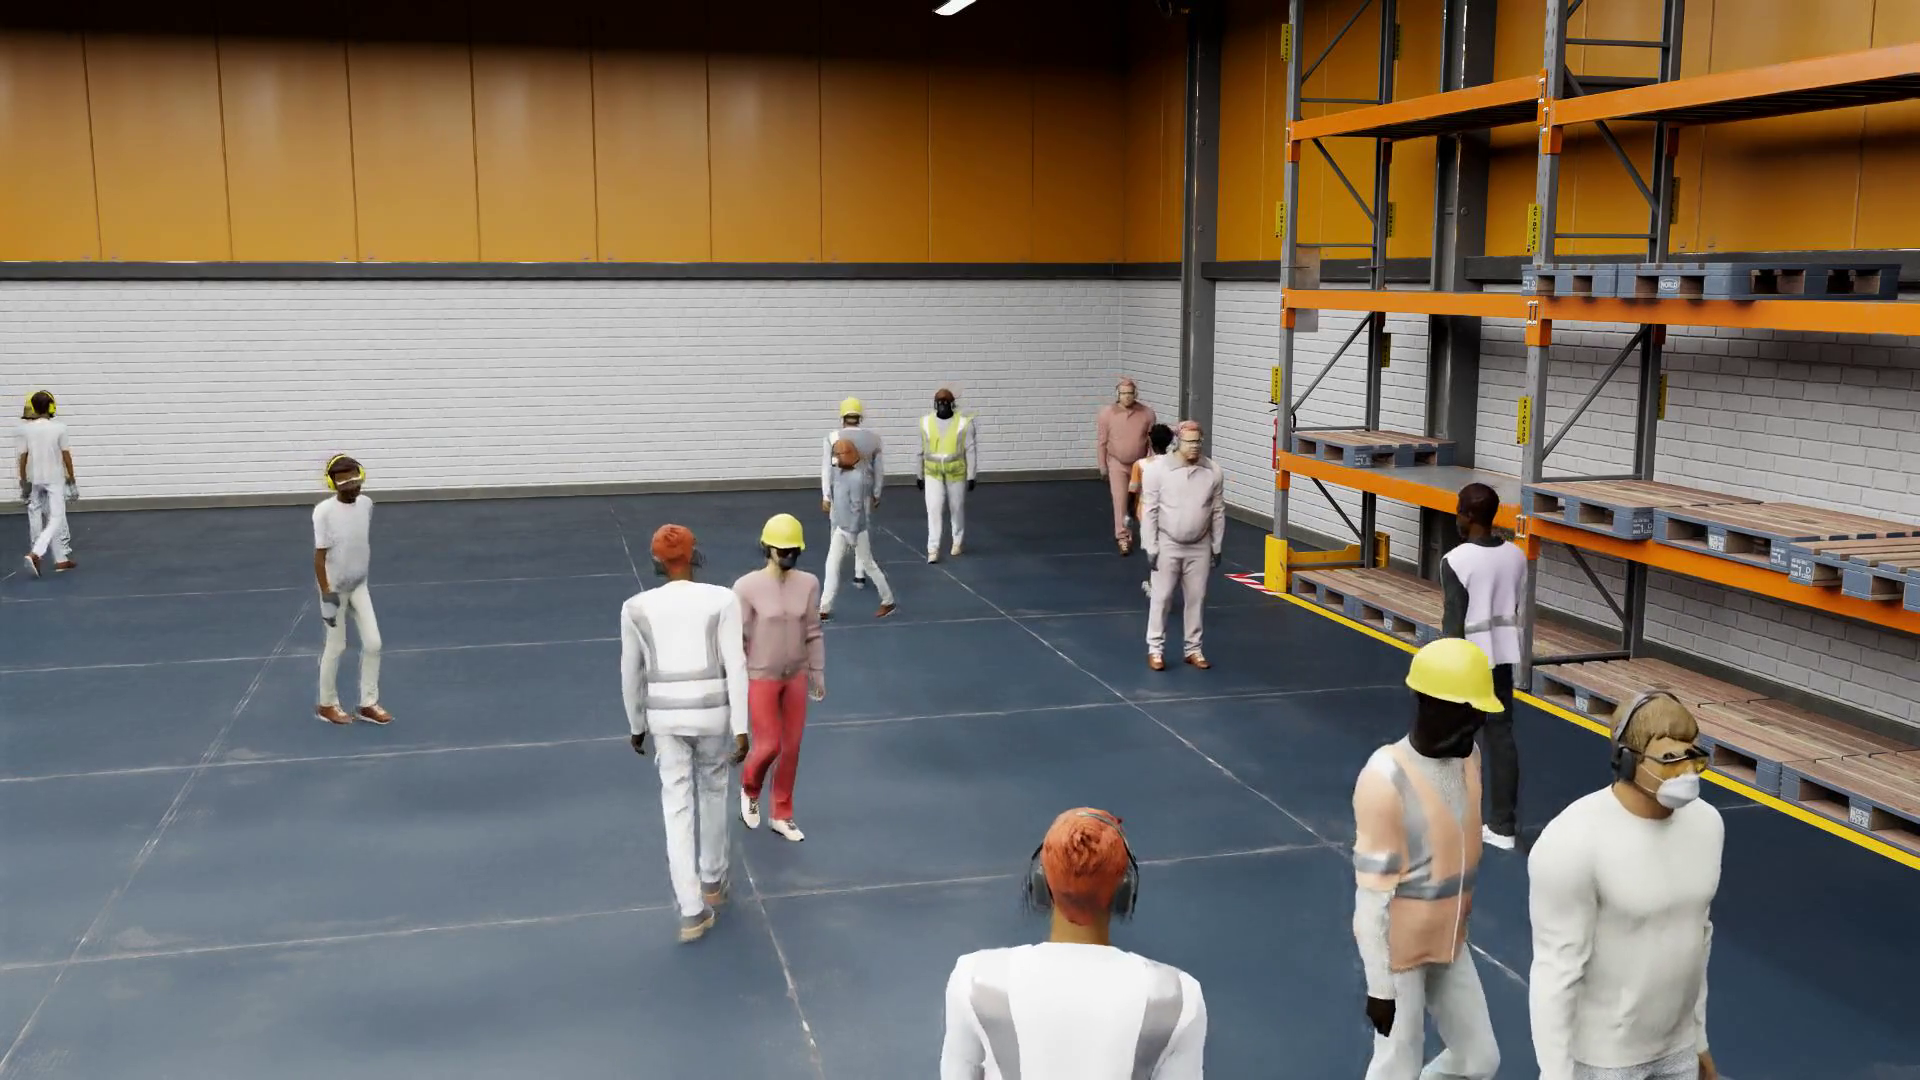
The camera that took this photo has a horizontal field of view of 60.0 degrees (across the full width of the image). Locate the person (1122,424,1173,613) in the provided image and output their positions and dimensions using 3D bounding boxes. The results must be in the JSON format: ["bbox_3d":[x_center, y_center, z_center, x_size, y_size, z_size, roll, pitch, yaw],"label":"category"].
[{"bbox_3d":[1.737,-0.209,14.801,0.545,1.643,0.869,-3,10,-17],"label":"person"}]

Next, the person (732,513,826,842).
[{"bbox_3d":[-0.946,0.721,8.715,0.541,1.747,0.381,-7,11,-36],"label":"person"}]

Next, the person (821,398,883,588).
[{"bbox_3d":[-1.058,-0.472,16.036,0.625,1.784,0.910,-3,9,-16],"label":"person"}]

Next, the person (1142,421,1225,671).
[{"bbox_3d":[1.674,0.047,12.493,0.654,1.892,0.401,-1,9,-9],"label":"person"}]

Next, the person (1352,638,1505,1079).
[{"bbox_3d":[1.410,1.229,5.058,0.614,1.906,0.422,-8,12,-41],"label":"person"}]

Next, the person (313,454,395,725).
[{"bbox_3d":[-4.018,0.337,10.874,0.703,1.825,0.533,5,11,31],"label":"person"}]

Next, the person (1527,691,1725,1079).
[{"bbox_3d":[1.728,1.330,4.335,0.635,1.937,0.353,-5,10,-28],"label":"person"}]

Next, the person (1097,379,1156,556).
[{"bbox_3d":[1.806,-0.807,17.915,0.648,1.870,0.956,-1,9,-6],"label":"person"}]

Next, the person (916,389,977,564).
[{"bbox_3d":[-0.142,-0.683,17.366,0.663,1.797,0.965,1,9,8],"label":"person"}]

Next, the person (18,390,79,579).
[{"bbox_3d":[-9.039,-0.554,16.411,0.518,1.842,0.852,1,9,5],"label":"person"}]

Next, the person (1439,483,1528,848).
[{"bbox_3d":[2.663,0.631,8.846,0.615,1.880,0.922,-5,10,-27],"label":"person"}]

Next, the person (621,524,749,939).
[{"bbox_3d":[-1.263,0.847,7.692,0.591,1.825,0.860,0,9,-2],"label":"person"}]

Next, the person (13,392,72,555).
[{"bbox_3d":[-9.689,-0.692,17.566,0.486,1.745,0.295,-5,10,-29],"label":"person"}]

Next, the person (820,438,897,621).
[{"bbox_3d":[-0.914,-0.085,14.271,0.857,1.592,0.510,-5,11,-31],"label":"person"}]

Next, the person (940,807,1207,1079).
[{"bbox_3d":[0.240,1.485,3.707,0.578,1.835,0.990,0,9,1],"label":"person"}]
